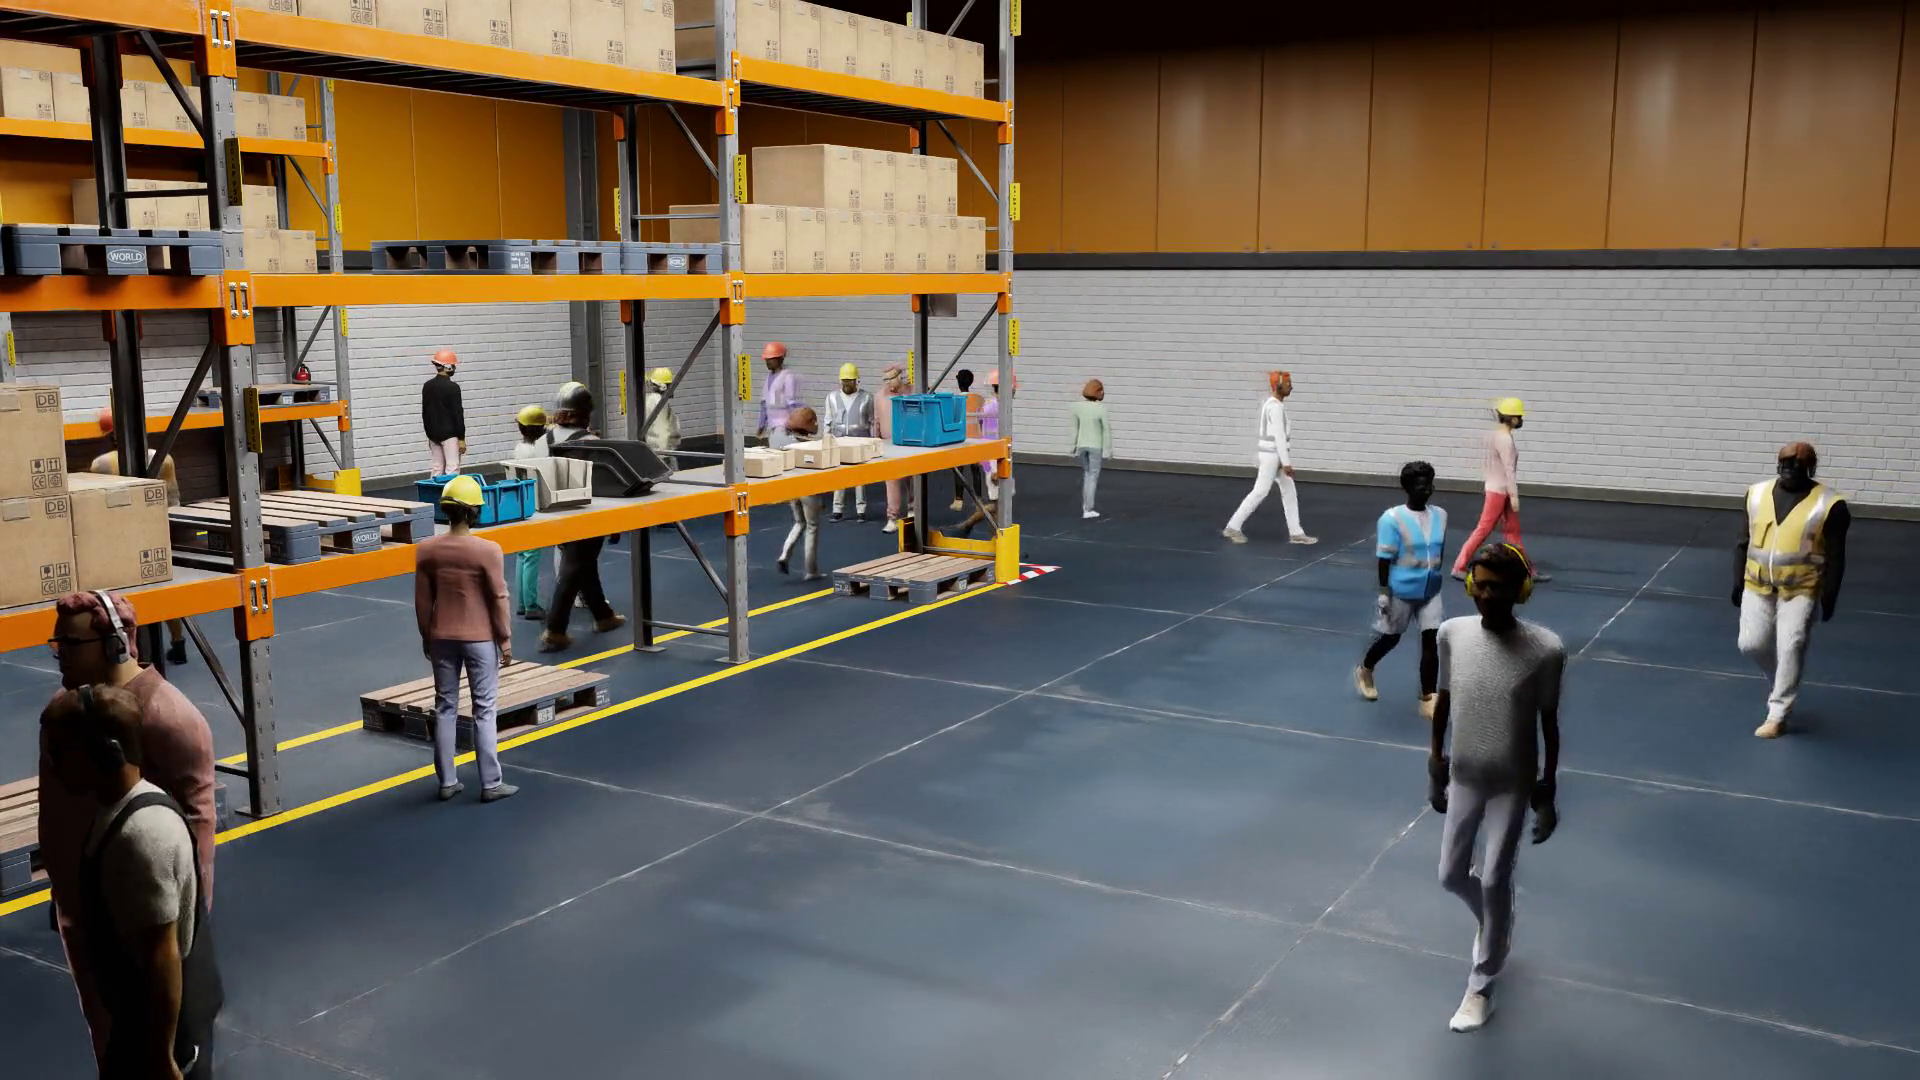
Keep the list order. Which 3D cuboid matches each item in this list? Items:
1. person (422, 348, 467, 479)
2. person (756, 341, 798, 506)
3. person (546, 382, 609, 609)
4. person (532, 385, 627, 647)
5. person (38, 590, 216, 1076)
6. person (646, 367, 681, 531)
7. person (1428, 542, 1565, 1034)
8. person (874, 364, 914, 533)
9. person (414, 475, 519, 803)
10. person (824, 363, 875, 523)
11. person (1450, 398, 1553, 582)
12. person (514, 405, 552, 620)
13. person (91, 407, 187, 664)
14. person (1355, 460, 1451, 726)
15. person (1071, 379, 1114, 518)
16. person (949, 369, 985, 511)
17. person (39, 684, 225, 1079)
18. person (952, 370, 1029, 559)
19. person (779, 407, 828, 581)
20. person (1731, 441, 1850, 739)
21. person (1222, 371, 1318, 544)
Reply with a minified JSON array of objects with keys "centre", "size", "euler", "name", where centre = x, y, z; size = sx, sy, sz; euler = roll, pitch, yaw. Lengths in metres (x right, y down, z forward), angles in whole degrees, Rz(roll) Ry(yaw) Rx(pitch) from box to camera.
[{"centre":[-5.842,-1.183,18.948],"size":[0.623,1.992,0.397],"euler":[6,11,34],"name":"person"},{"centre":[-2.208,-1.413,20.317],"size":[0.487,2.023,0.604],"euler":[-6,11,-32],"name":"person"},{"centre":[-3.273,-0.379,14.139],"size":[0.588,1.927,0.370],"euler":[8,12,40],"name":"person"},{"centre":[-2.940,-0.223,12.810],"size":[0.691,2.000,1.045],"euler":[6,11,32],"name":"person"},{"centre":[-2.550,1.090,5.037],"size":[0.653,1.906,0.408],"euler":[5,10,27],"name":"person"},{"centre":[-3.266,-0.983,18.239],"size":[0.431,1.818,0.618],"euler":[-4,10,-21],"name":"person"},{"centre":[2.055,0.905,6.354],"size":[0.519,1.858,0.612],"euler":[7,12,38],"name":"person"},{"centre":[-0.650,-1.032,18.509],"size":[0.671,1.849,0.971],"euler":[3,10,17],"name":"person"},{"centre":[-2.654,0.533,8.955],"size":[0.533,1.765,0.330],"euler":[2,9,12],"name":"person"},{"centre":[-1.257,-1.100,18.945],"size":[0.601,1.827,0.403],"euler":[1,9,5],"name":"person"},{"centre":[4.955,-0.443,15.203],"size":[0.920,1.718,0.547],"euler":[2,9,12],"name":"person"},{"centre":[-3.504,-0.228,13.699],"size":[0.325,1.767,0.533],"euler":[-5,10,-28],"name":"person"},{"centre":[-5.947,-0.021,12.047],"size":[0.555,1.899,0.442],"euler":[-5,10,-26],"name":"person"},{"centre":[2.861,0.303,10.689],"size":[0.538,1.667,0.797],"euler":[-3,10,-21],"name":"person"},{"centre":[1.574,-1.070,19.418],"size":[0.521,1.615,0.501],"euler":[7,12,39],"name":"person"},{"centre":[0.061,-1.198,19.970],"size":[0.540,1.695,0.317],"euler":[-4,10,-24],"name":"person"},{"centre":[-2.017,1.246,4.403],"size":[0.846,1.806,0.561],"euler":[-6,11,-33],"name":"person"},{"centre":[0.319,-0.754,16.503],"size":[0.674,1.920,0.564],"euler":[3,10,17],"name":"person"},{"centre":[-1.446,-0.418,15.333],"size":[0.522,1.622,0.404],"euler":[7,11,37],"name":"person"},{"centre":[5.109,0.290,10.266],"size":[0.607,1.829,0.641],"euler":[-8,12,-40],"name":"person"},{"centre":[3.241,-0.857,17.429],"size":[0.971,1.843,0.580],"euler":[2,9,12],"name":"person"}]
